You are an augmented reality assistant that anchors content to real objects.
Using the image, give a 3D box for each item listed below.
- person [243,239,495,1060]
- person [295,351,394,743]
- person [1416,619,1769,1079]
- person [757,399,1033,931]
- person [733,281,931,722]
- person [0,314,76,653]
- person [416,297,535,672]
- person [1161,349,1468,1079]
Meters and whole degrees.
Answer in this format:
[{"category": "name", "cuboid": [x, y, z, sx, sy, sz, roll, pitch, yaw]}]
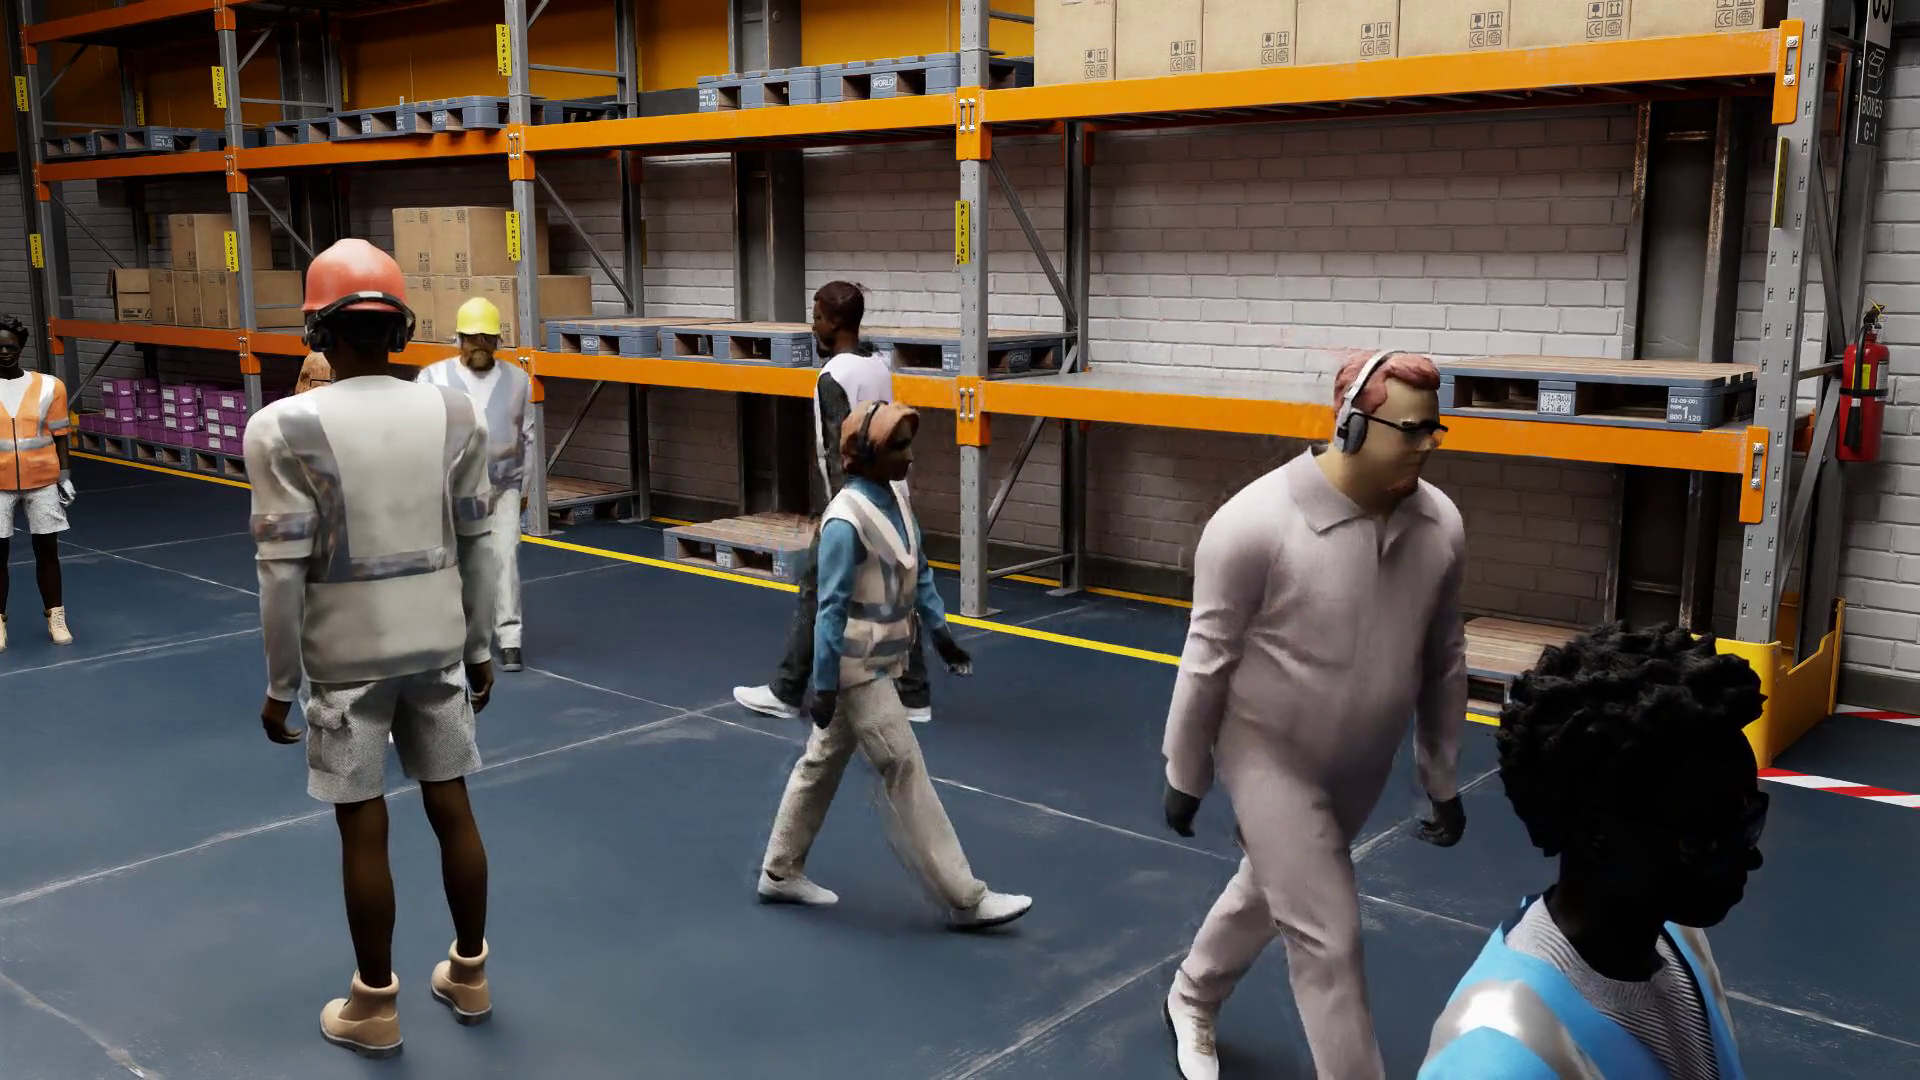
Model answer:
[{"category": "person", "cuboid": [-1.468, 0.278, 4.190, 0.609, 2.043, 0.397, -9, 13, -41]}, {"category": "person", "cuboid": [-2.476, 0.055, 6.628, 0.280, 1.633, 0.500, 5, 11, 24]}, {"category": "person", "cuboid": [0.584, 0.904, 1.608, 0.316, 1.697, 0.540, 7, 12, 35]}, {"category": "person", "cuboid": [-0.234, 0.377, 4.926, 0.891, 1.584, 0.524, 2, 10, 10]}, {"category": "person", "cuboid": [-0.536, -0.151, 7.102, 0.937, 1.873, 0.622, 3, 11, 19]}, {"category": "person", "cuboid": [-4.752, -0.285, 8.381, 0.532, 1.697, 0.319, -7, 12, -33]}, {"category": "person", "cuboid": [-2.386, -0.298, 8.200, 0.584, 1.796, 0.911, -4, 11, -23]}, {"category": "person", "cuboid": [0.766, 0.478, 3.703, 0.647, 1.829, 1.060, -6, 12, -31]}]
